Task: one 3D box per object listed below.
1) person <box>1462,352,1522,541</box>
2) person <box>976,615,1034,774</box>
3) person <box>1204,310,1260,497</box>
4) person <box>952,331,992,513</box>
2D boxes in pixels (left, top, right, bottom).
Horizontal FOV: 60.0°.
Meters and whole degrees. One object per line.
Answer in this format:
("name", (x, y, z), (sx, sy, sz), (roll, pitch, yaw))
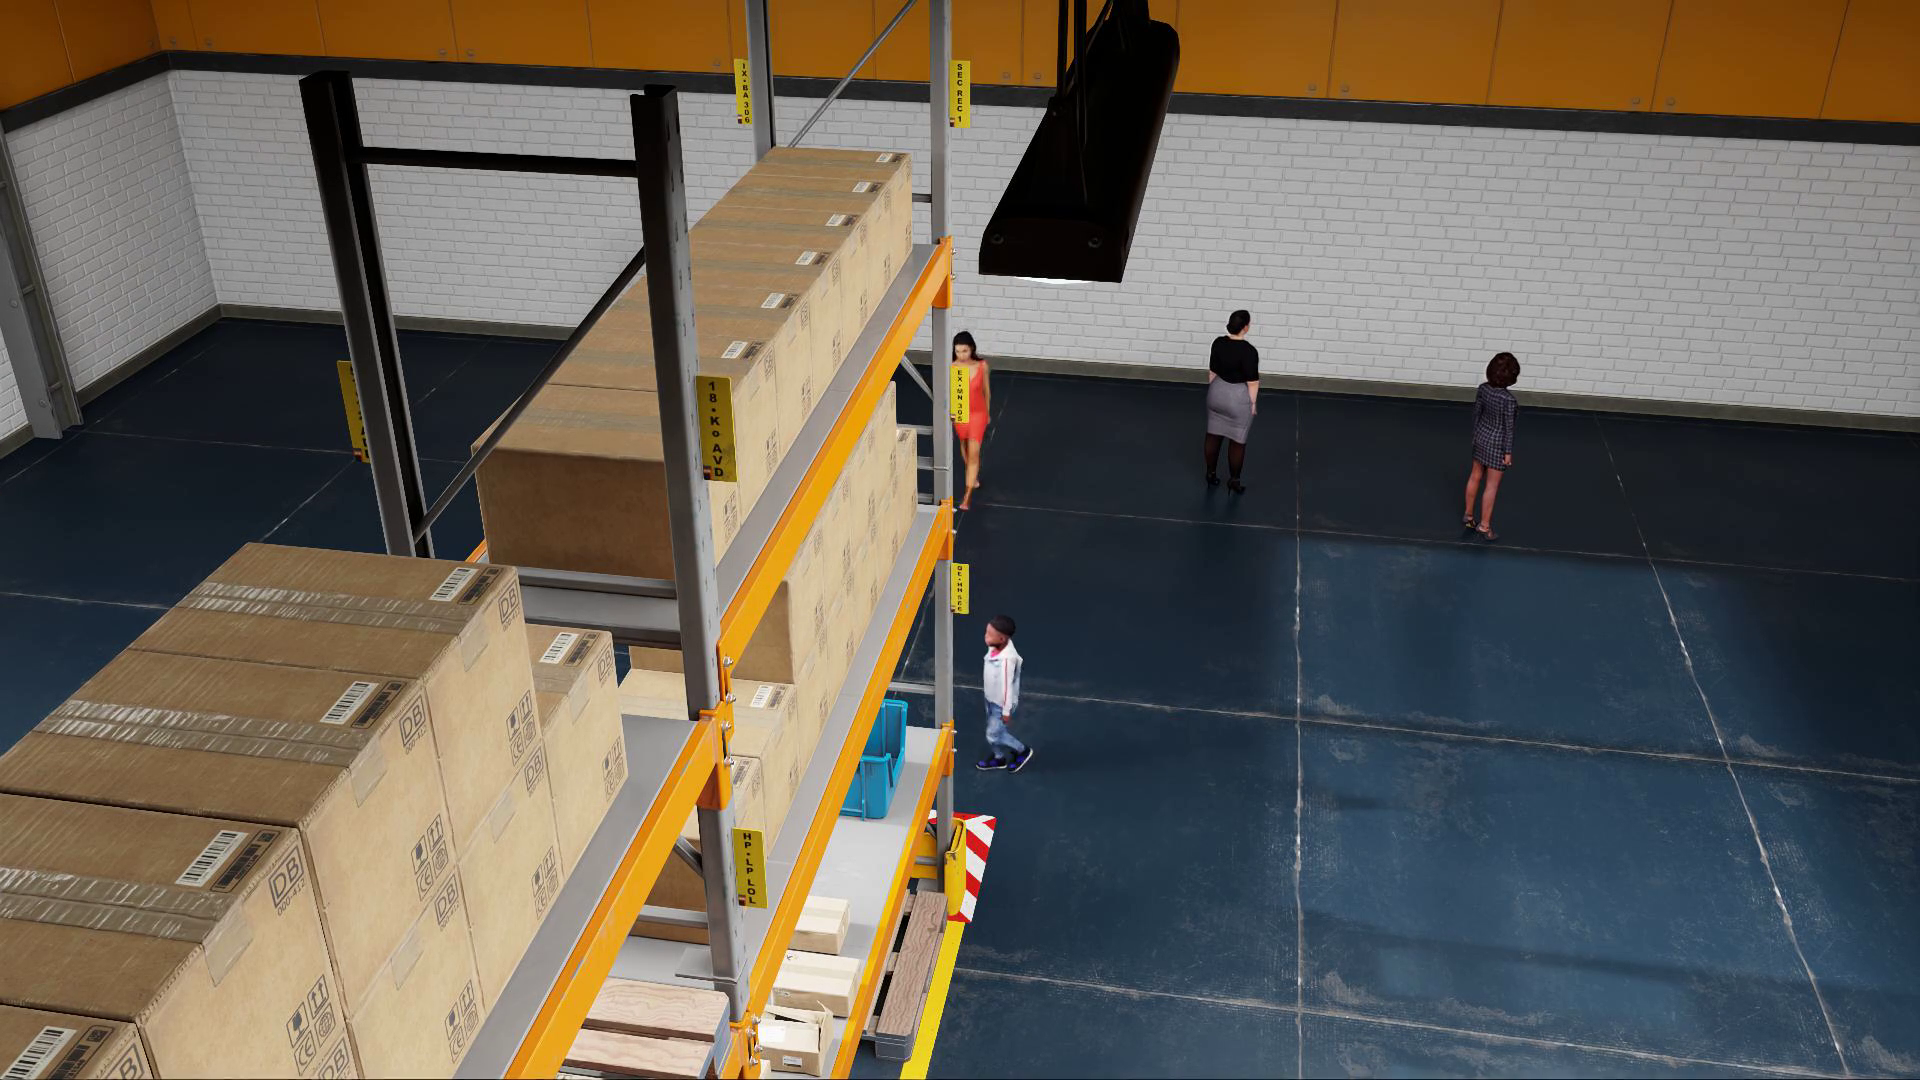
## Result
("person", (4.595, -0.816, 14.392), (0.767, 1.702, 0.665), (-12, 31, -21))
("person", (0.340, 1.066, 11.414), (0.670, 1.249, 0.629), (-7, 29, -12))
("person", (2.466, -1.261, 15.148), (0.781, 1.758, 0.808), (25, 37, 38))
("person", (0.092, -1.129, 15.016), (0.687, 1.653, 1.155), (-1, 29, -2))
